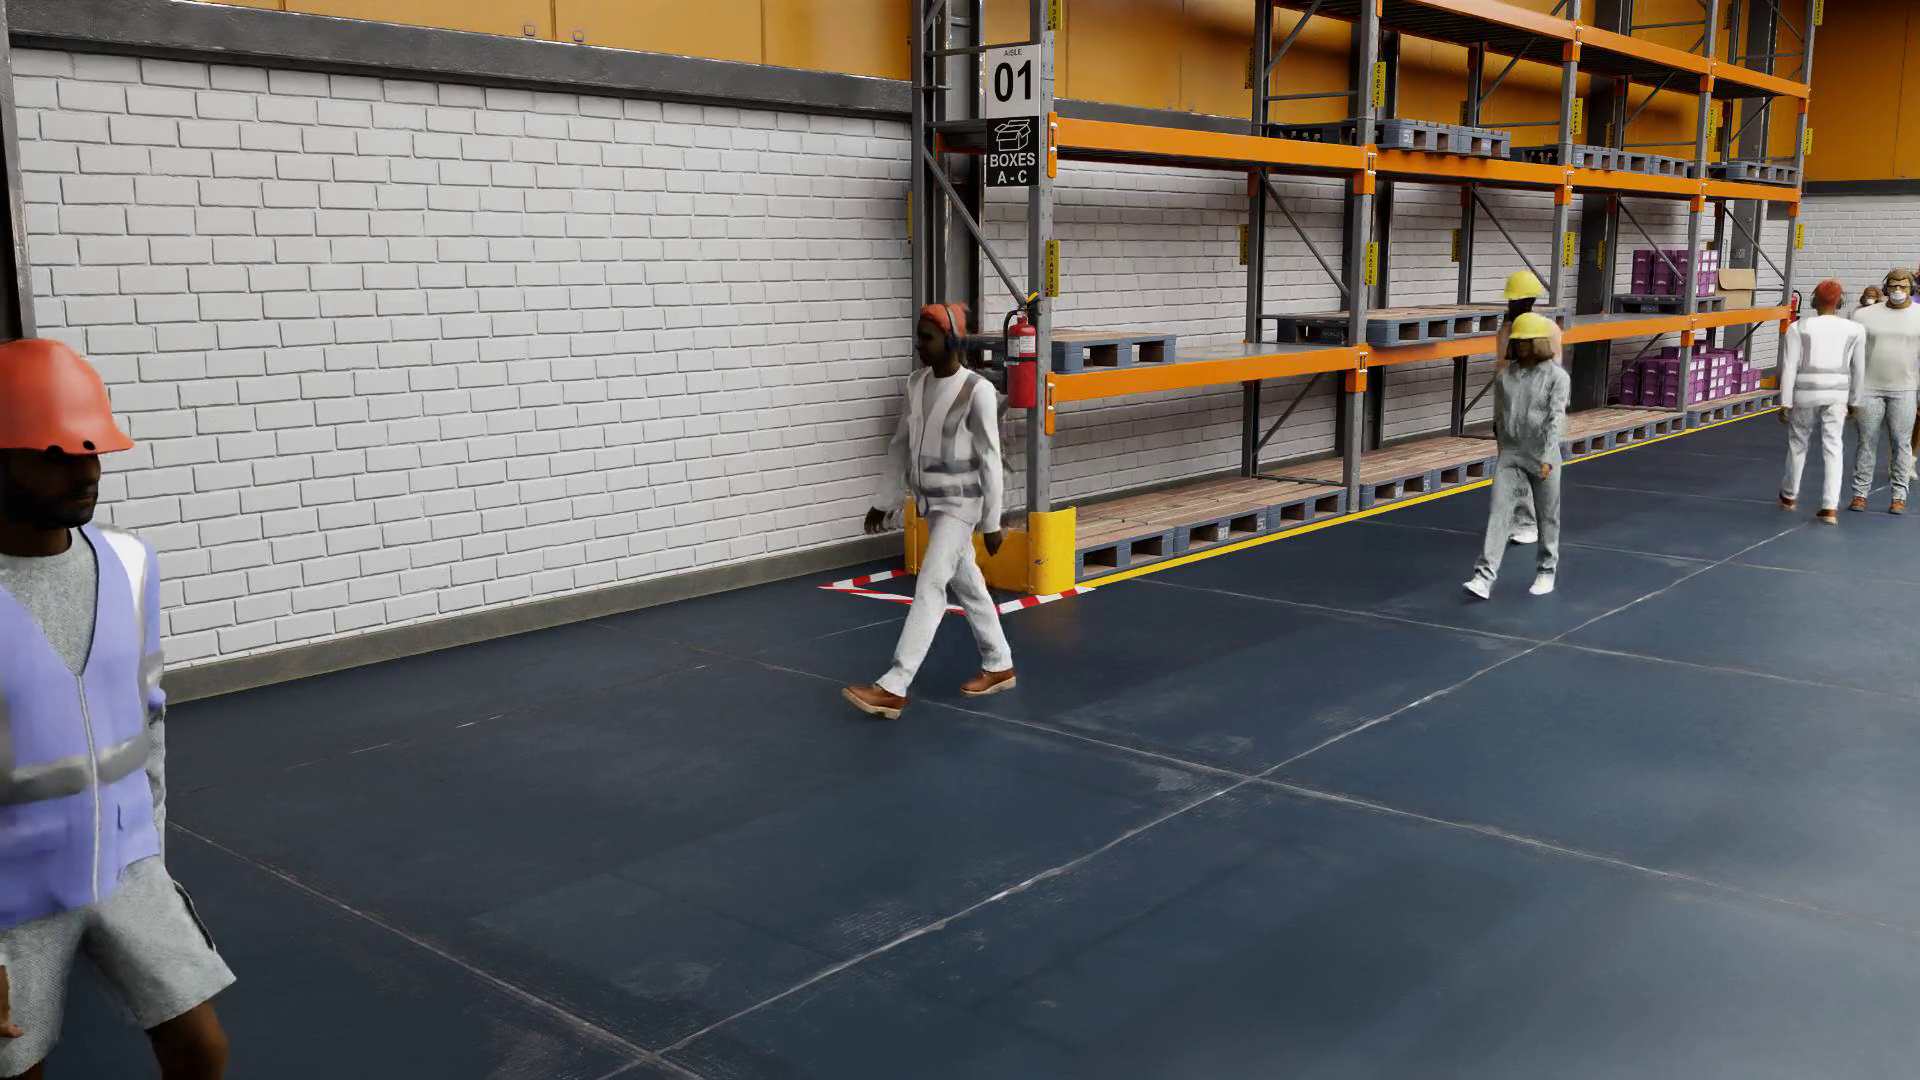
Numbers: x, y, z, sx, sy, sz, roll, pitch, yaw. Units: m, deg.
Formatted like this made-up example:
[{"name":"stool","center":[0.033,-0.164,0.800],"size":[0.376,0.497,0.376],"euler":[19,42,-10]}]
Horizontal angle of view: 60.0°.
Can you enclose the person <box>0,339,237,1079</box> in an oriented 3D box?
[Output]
[{"name":"person","center":[-1.572,0.609,2.955],"size":[0.699,1.913,0.551],"euler":[6,11,29]}]

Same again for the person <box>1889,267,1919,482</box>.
[{"name":"person","center":[8.470,-1.494,14.662],"size":[0.646,2.008,0.756],"euler":[3,10,17]}]

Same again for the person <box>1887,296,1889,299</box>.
[{"name":"person","center":[12.539,-2.640,22.270],"size":[0.908,1.641,0.538],"euler":[-4,11,-22]}]

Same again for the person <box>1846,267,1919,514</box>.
[{"name":"person","center":[7.290,-1.164,13.044],"size":[0.622,1.932,0.368],"euler":[8,13,38]}]

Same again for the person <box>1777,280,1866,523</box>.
[{"name":"person","center":[6.642,-1.076,12.832],"size":[0.609,1.825,0.998],"euler":[3,10,16]}]

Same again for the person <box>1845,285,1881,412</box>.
[{"name":"person","center":[11.538,-2.440,21.172],"size":[0.558,1.617,0.499],"euler":[7,12,35]}]

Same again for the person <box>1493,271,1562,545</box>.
[{"name":"person","center":[3.949,-0.923,11.734],"size":[0.521,1.907,0.646],"euler":[-4,11,-22]}]

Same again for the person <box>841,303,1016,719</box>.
[{"name":"person","center":[-0.101,-0.135,7.451],"size":[1.008,1.829,0.593],"euler":[-6,12,-32]}]

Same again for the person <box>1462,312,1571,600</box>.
[{"name":"person","center":[3.305,-0.476,9.775],"size":[0.491,1.694,0.910],"euler":[9,14,43]}]

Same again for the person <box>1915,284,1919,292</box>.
[{"name":"person","center":[12.072,-2.423,21.077],"size":[0.525,1.618,0.496],"euler":[-3,10,-16]}]
